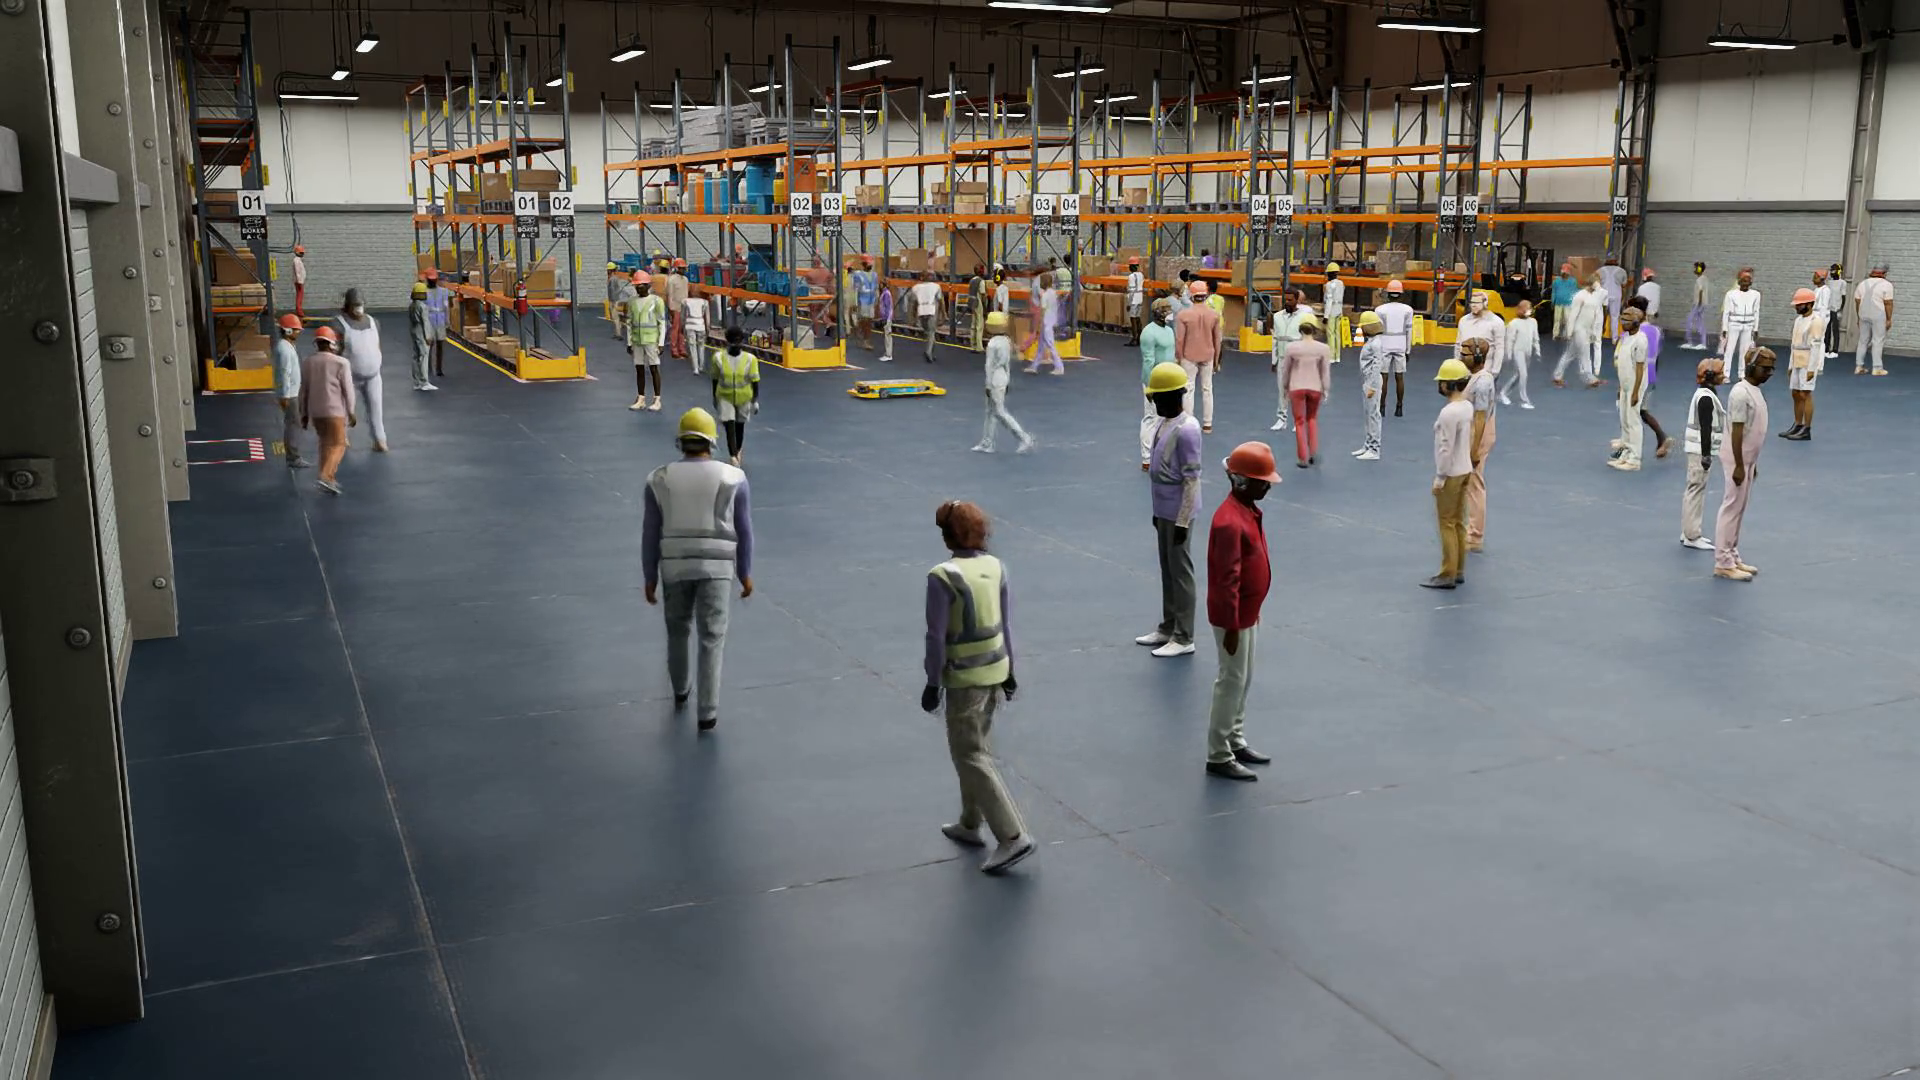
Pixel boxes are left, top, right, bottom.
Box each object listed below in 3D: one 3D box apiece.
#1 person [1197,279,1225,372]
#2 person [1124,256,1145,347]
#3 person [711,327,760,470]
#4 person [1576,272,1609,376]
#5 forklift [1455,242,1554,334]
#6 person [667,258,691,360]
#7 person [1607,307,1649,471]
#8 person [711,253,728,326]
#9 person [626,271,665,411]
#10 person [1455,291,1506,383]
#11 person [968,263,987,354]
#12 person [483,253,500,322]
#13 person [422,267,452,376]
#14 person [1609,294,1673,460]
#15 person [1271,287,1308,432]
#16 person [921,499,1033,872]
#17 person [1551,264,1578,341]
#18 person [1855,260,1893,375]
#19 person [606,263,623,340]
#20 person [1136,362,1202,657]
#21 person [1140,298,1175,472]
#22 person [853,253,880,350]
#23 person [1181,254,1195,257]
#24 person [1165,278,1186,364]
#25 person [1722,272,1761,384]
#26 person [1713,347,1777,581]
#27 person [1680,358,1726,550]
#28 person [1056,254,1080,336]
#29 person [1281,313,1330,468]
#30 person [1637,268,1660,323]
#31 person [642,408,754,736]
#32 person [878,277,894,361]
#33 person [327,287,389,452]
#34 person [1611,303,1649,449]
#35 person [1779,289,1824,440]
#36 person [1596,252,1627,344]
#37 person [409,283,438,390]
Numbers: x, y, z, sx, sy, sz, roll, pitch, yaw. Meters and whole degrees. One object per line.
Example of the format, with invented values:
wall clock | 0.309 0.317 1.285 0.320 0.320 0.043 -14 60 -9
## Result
person | 4.520 -3.882 30.171 0.550 1.676 0.532 -8 13 -34
person | 3.758 -5.152 35.971 0.361 1.940 0.543 7 13 32
person | -2.515 -1.579 18.621 0.537 1.626 0.941 -2 11 -12
person | 11.176 -3.814 29.429 0.506 1.841 0.343 2 11 10
forklift | 13.047 -6.049 39.881 2.313 2.155 1.214 -5 12 -23
person | -5.526 -4.561 32.826 0.378 1.996 0.611 6 12 26
person | 7.519 -1.689 18.653 0.341 1.839 0.501 0 11 0
person | -6.161 -6.481 42.965 0.584 1.856 0.893 -2 11 -11
person | -4.594 -2.892 24.222 0.616 2.041 0.378 4 12 20
person | 6.450 -2.146 20.785 0.399 1.907 0.643 -10 15 -40
person | 0.371 -4.735 34.078 0.379 1.849 0.570 -6 13 -27
person | -12.416 -6.693 44.050 0.570 1.840 0.372 3 11 14
person | -9.274 -3.846 29.390 0.544 1.922 0.408 -7 13 -31
person | 7.866 -1.844 19.141 0.615 1.945 0.678 -6 13 -27
person | 4.396 -2.387 22.011 0.587 1.910 0.396 10 15 42
person | 0.125 0.634 7.411 0.585 1.609 0.530 8 14 35
person | 13.614 -5.355 37.509 0.563 1.743 0.359 6 13 29
person | 16.392 -3.976 29.737 0.537 2.000 0.689 -5 12 -23
person | -7.846 -5.412 37.834 0.402 1.741 0.669 -1 11 -3
person | 1.374 -0.196 10.837 0.382 1.920 0.585 -2 11 -9
person | 2.217 -1.721 18.539 0.372 1.940 0.630 6 13 29
person | -1.902 -4.971 34.819 0.635 2.029 0.523 -9 14 -39
person | 7.300 -8.552 53.469 0.522 1.864 0.340 -4 12 -21
person | 3.127 -2.869 24.411 0.368 1.932 0.622 -1 11 -7
person | 13.186 -3.575 28.098 0.585 1.882 0.340 1 11 6
person | 6.187 -0.606 13.128 0.346 1.839 0.506 8 14 36
person | 6.409 -0.746 14.347 0.308 1.640 0.511 4 12 19
person | 2.534 -5.744 39.038 0.595 1.917 0.373 -1 11 -6
person | 3.921 -1.704 18.958 0.517 1.737 0.608 0 11 -1
person | 14.175 -4.741 34.395 0.588 1.735 0.369 -5 12 -23
person | -1.472 0.154 9.430 0.605 1.783 0.868 0 11 0
person | -1.451 -4.315 32.478 0.310 1.642 0.514 -1 11 -5
person | -7.362 -2.105 20.231 0.688 2.000 0.949 -10 15 -42
person | 8.223 -2.033 20.374 0.429 1.844 0.626 4 12 22
person | 10.711 -2.230 21.180 0.391 1.923 0.549 0 11 -1
person | 14.314 -5.341 36.675 0.686 2.000 0.535 4 12 22
person | -8.808 -3.333 27.228 0.494 1.743 0.308 10 15 42
